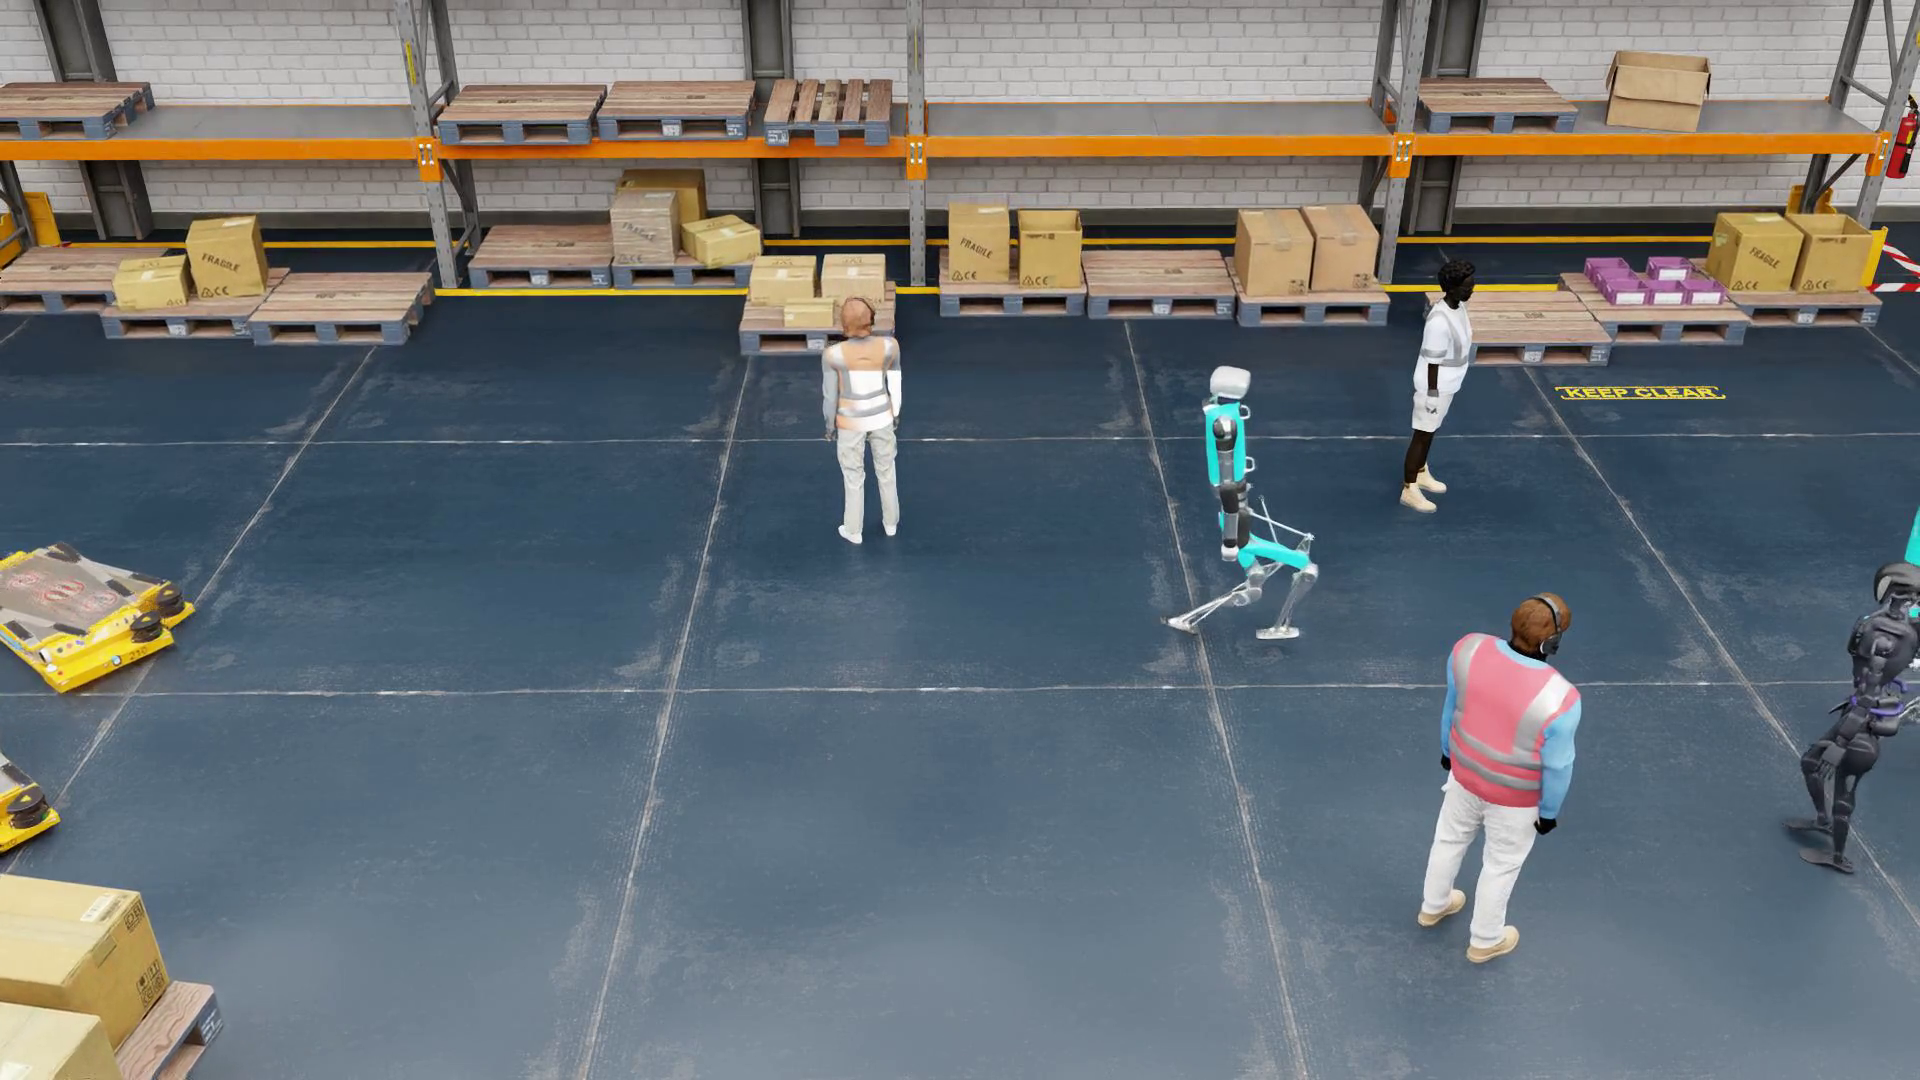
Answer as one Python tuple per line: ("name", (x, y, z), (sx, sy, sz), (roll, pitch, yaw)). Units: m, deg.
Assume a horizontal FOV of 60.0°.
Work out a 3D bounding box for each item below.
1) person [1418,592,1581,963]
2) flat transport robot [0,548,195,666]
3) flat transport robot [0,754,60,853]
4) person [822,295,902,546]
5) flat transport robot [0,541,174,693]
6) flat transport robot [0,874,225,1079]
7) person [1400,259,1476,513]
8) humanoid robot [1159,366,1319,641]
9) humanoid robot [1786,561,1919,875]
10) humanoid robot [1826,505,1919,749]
("person", (2.342, 1.020, 7.202), (0.431, 1.836, 0.629), (-22, 37, -32))
("flat transport robot", (-5.307, 0.380, 9.778), (1.431, 0.231, 0.659), (12, 33, 19))
("flat transport robot", (-5.208, 1.239, 8.348), (1.431, 0.231, 0.659), (22, 37, 32))
("person", (-0.598, -0.724, 10.287), (0.514, 1.636, 0.313), (-11, 33, -17))
("flat transport robot", (-5.275, 0.417, 9.717), (1.431, 0.231, 0.659), (24, 38, 34))
("flat transport robot", (-3.596, 2.356, 6.488), (1.431, 0.231, 0.659), (5, 31, 8))
("person", (3.085, -1.005, 10.696), (0.315, 1.695, 0.539), (15, 34, 23))
("humanoid robot", (1.660, -0.119, 9.206), (1.025, 1.742, 0.547), (3, 31, 5))
("humanoid robot", (4.147, 0.834, 7.656), (0.360, 1.652, 0.588), (17, 35, 26))
("humanoid robot", (5.022, 0.473, 8.235), (0.953, 1.787, 0.538), (10, 33, 17))
